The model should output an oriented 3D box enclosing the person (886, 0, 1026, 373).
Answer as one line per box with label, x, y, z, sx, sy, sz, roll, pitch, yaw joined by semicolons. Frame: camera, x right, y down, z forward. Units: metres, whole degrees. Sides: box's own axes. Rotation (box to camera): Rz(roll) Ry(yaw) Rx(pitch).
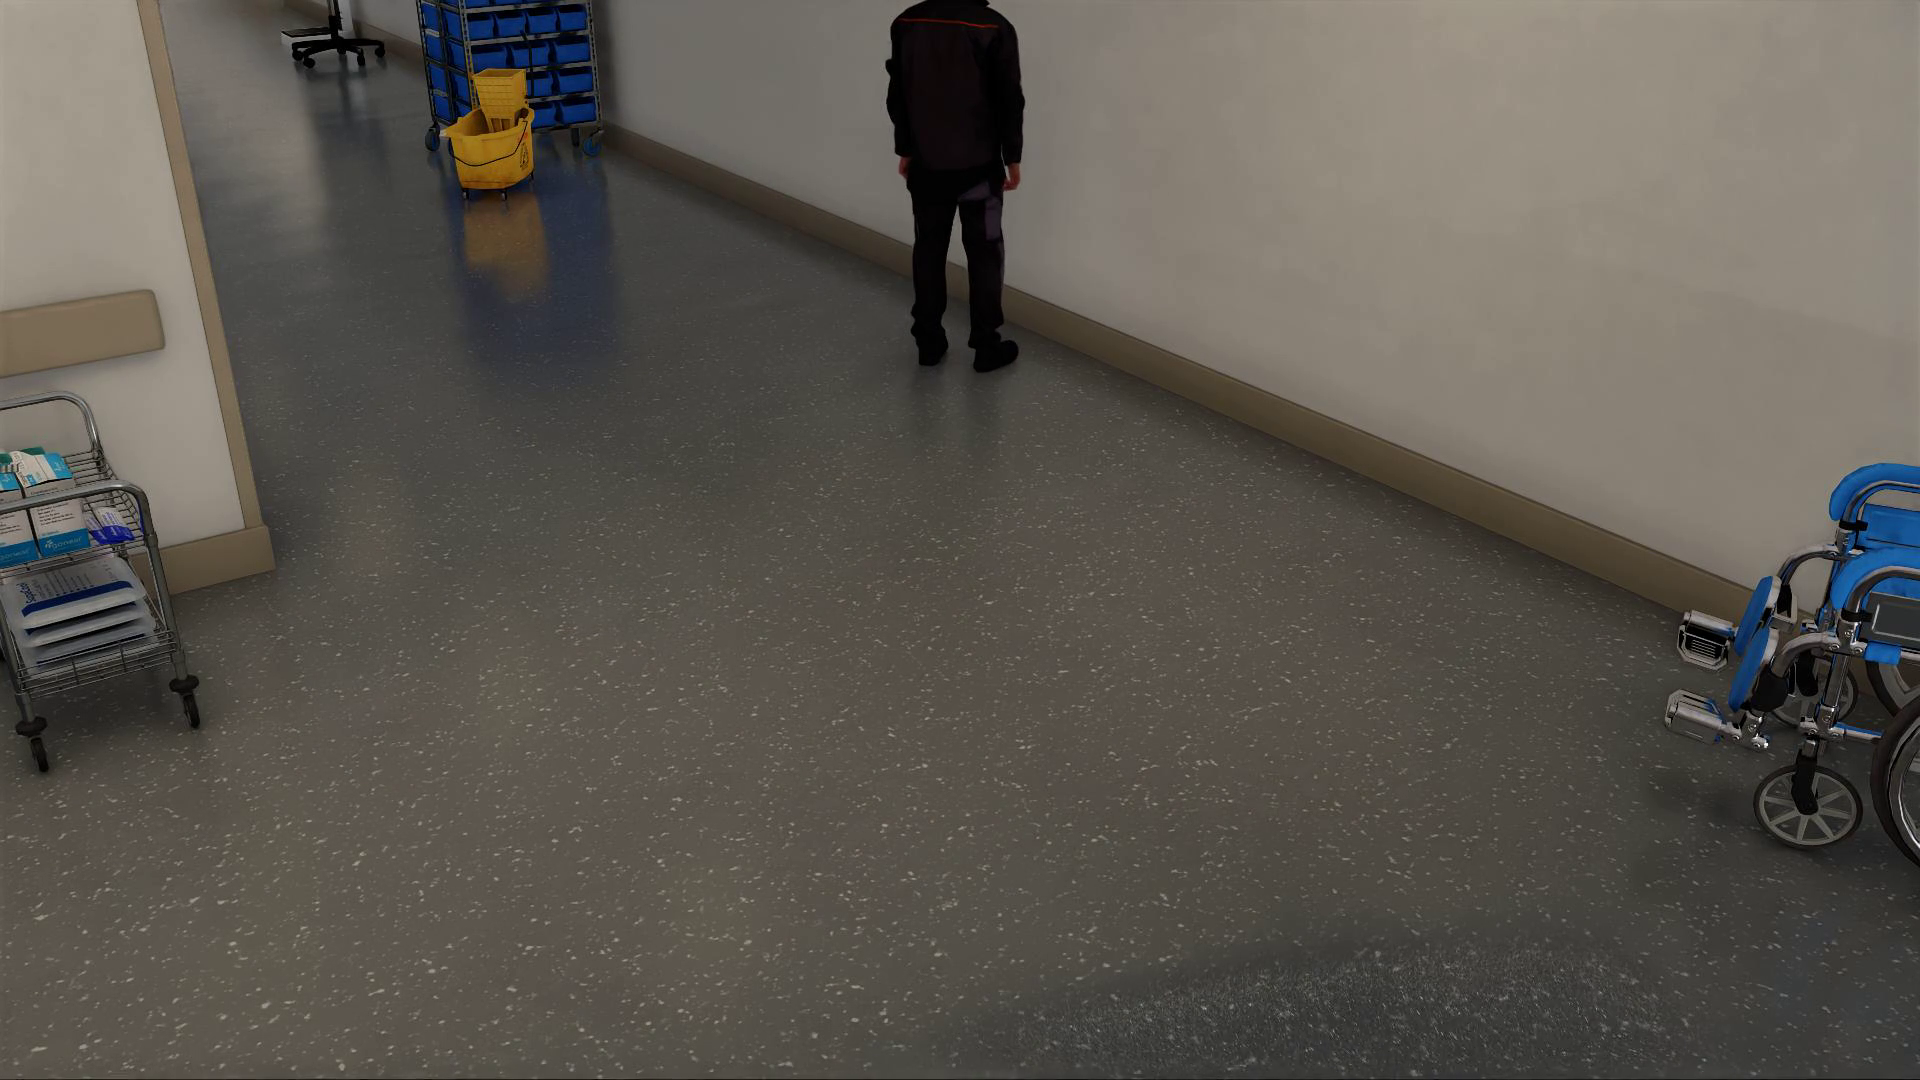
person;-0.013;-1.639;6.991;0.857;1.862;0.839;11;28;21
